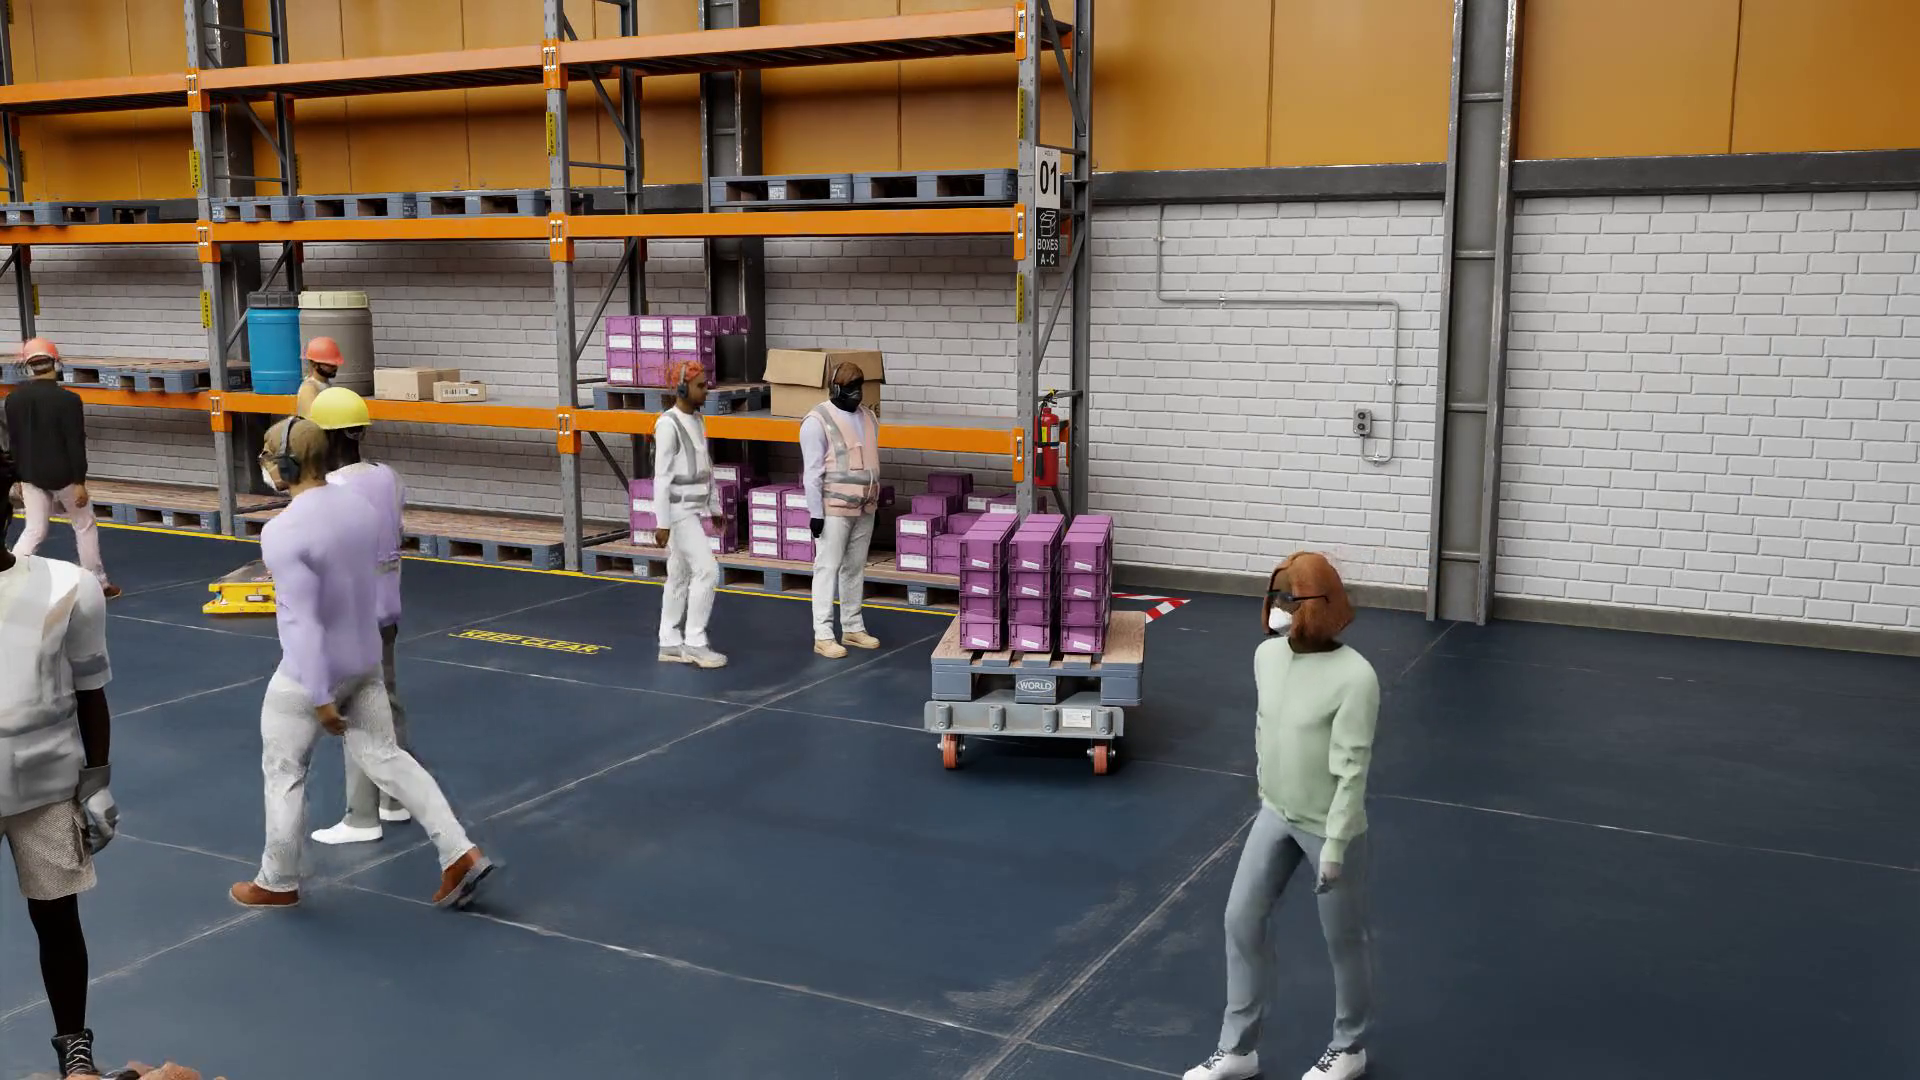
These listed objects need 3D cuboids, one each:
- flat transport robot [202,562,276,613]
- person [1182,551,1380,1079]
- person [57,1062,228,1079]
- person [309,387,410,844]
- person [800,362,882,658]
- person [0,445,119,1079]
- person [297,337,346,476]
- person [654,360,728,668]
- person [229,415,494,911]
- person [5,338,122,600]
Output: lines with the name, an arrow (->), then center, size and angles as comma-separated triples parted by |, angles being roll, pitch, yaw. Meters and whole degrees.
flat transport robot -> -4.962, 0.307, 12.198 | 0.652, 0.197, 1.431 | -1, 9, -4
person -> 0.952, 0.837, 4.772 | 0.675, 1.610, 0.498 | -6, 11, -33
person -> -0.758, 1.325, 1.763 | 0.763, 1.607, 0.546 | 0, 9, 2
person -> -2.559, 0.320, 7.021 | 0.362, 1.928, 0.587 | 2, 9, 13
person -> -0.715, -0.195, 10.465 | 0.429, 1.841, 0.633 | 7, 12, 37
person -> -2.671, 0.692, 4.624 | 0.603, 1.962, 0.368 | -5, 10, -28
person -> -4.898, -0.625, 12.933 | 0.674, 1.897, 0.557 | 0, 9, 2
person -> -1.594, -0.157, 10.131 | 0.619, 1.863, 0.594 | 1, 9, 6
person -> -2.261, 0.481, 6.155 | 0.997, 1.899, 0.625 | 3, 10, 16
person -> -6.475, -0.453, 11.761 | 0.604, 1.949, 0.983 | 2, 9, 11
